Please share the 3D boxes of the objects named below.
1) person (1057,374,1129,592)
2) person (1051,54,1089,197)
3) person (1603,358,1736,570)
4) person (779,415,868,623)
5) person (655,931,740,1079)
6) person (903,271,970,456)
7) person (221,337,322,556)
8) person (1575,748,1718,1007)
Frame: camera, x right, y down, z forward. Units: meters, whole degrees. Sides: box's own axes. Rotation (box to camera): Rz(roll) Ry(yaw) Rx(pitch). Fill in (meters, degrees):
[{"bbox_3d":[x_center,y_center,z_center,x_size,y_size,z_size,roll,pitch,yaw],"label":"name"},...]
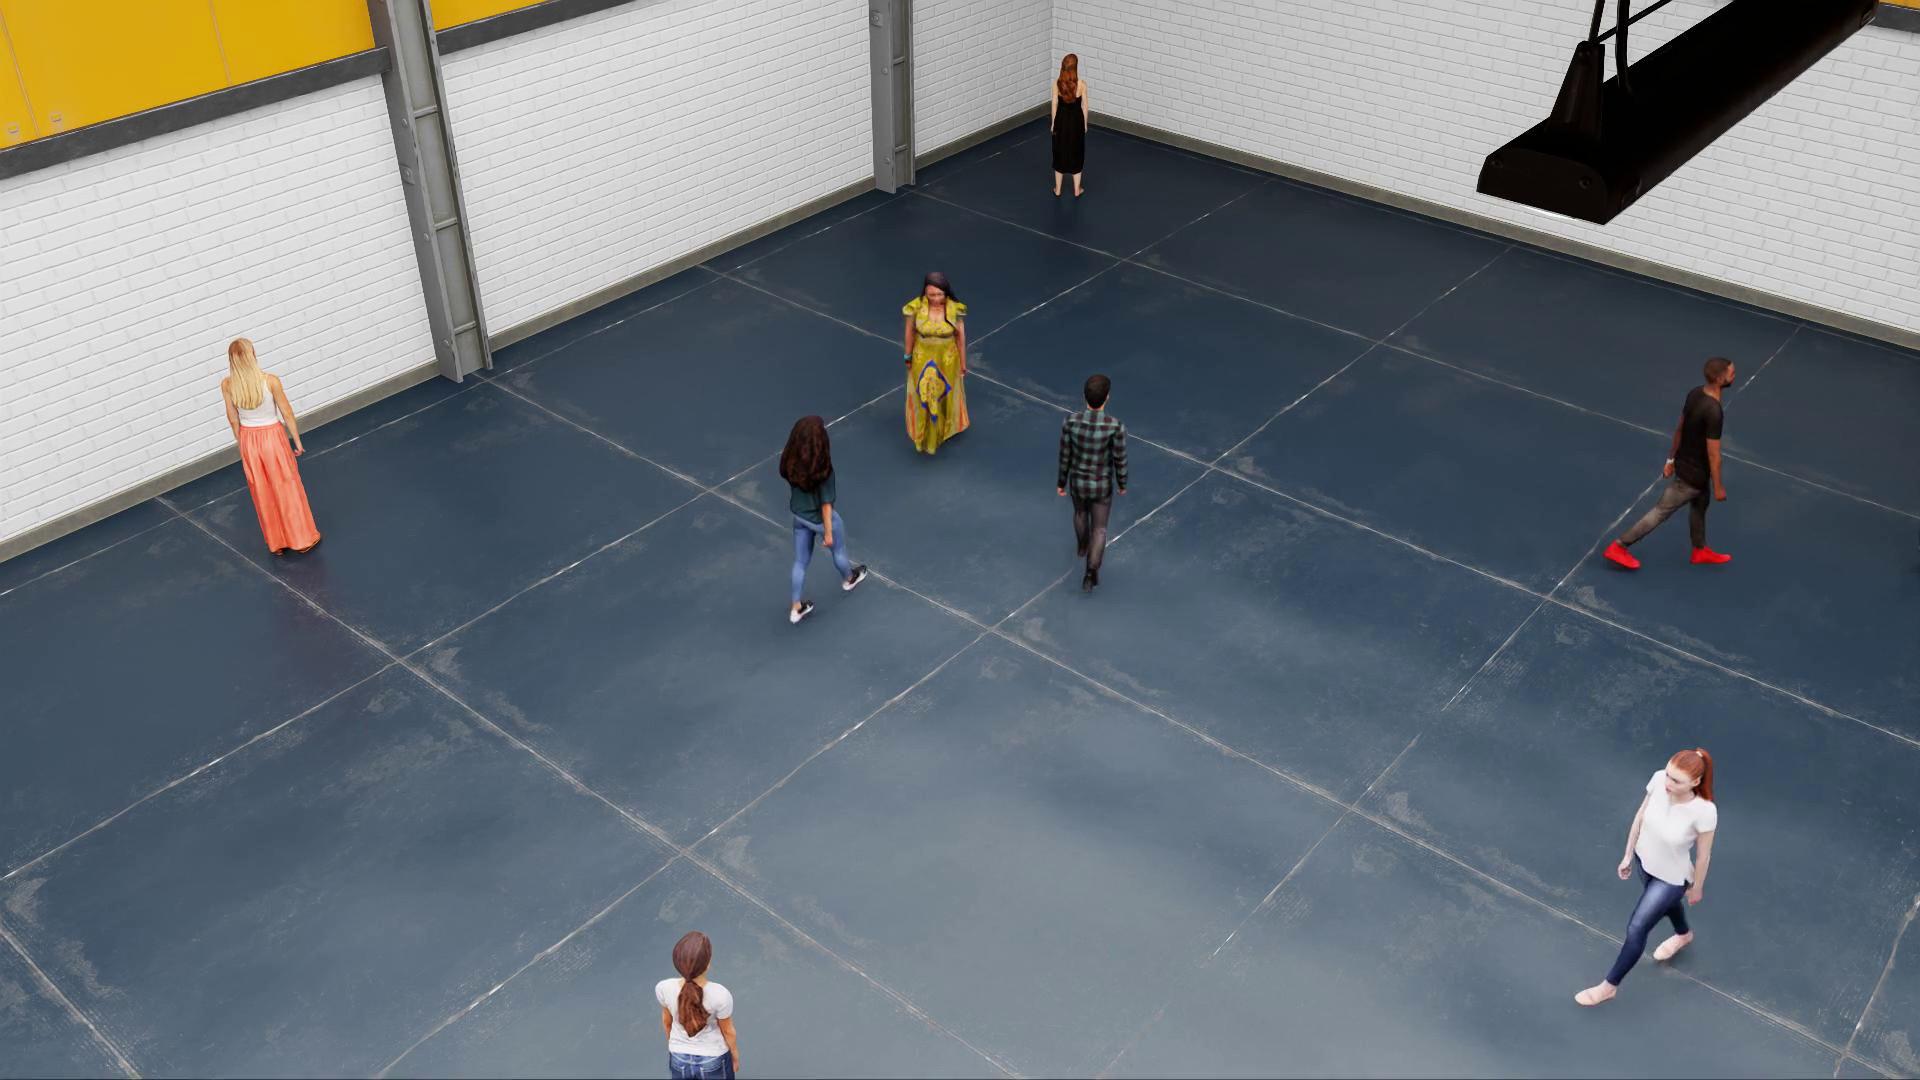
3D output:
[{"bbox_3d":[0.968,-0.409,12.347,0.961,1.686,1.151,10,35,14],"label":"person"},{"bbox_3d":[1.223,-4.665,18.706,0.674,1.625,0.714,4,34,6],"label":"person"},{"bbox_3d":[5.321,-0.510,12.326,1.126,1.768,1.229,4,34,7],"label":"person"},{"bbox_3d":[-1.099,-0.122,11.914,0.660,1.578,1.013,21,39,28],"label":"person"},{"bbox_3d":[-1.248,2.482,8.011,0.616,1.562,0.654,5,34,8],"label":"person"},{"bbox_3d":[-0.231,-1.560,14.024,1.088,1.636,1.120,-9,35,-14],"label":"person"},{"bbox_3d":[-5.252,-0.700,12.581,0.728,1.802,0.781,-2,34,-2],"label":"person"},{"bbox_3d":[3.860,1.761,8.981,1.193,1.688,0.910,-15,36,-21],"label":"person"}]
